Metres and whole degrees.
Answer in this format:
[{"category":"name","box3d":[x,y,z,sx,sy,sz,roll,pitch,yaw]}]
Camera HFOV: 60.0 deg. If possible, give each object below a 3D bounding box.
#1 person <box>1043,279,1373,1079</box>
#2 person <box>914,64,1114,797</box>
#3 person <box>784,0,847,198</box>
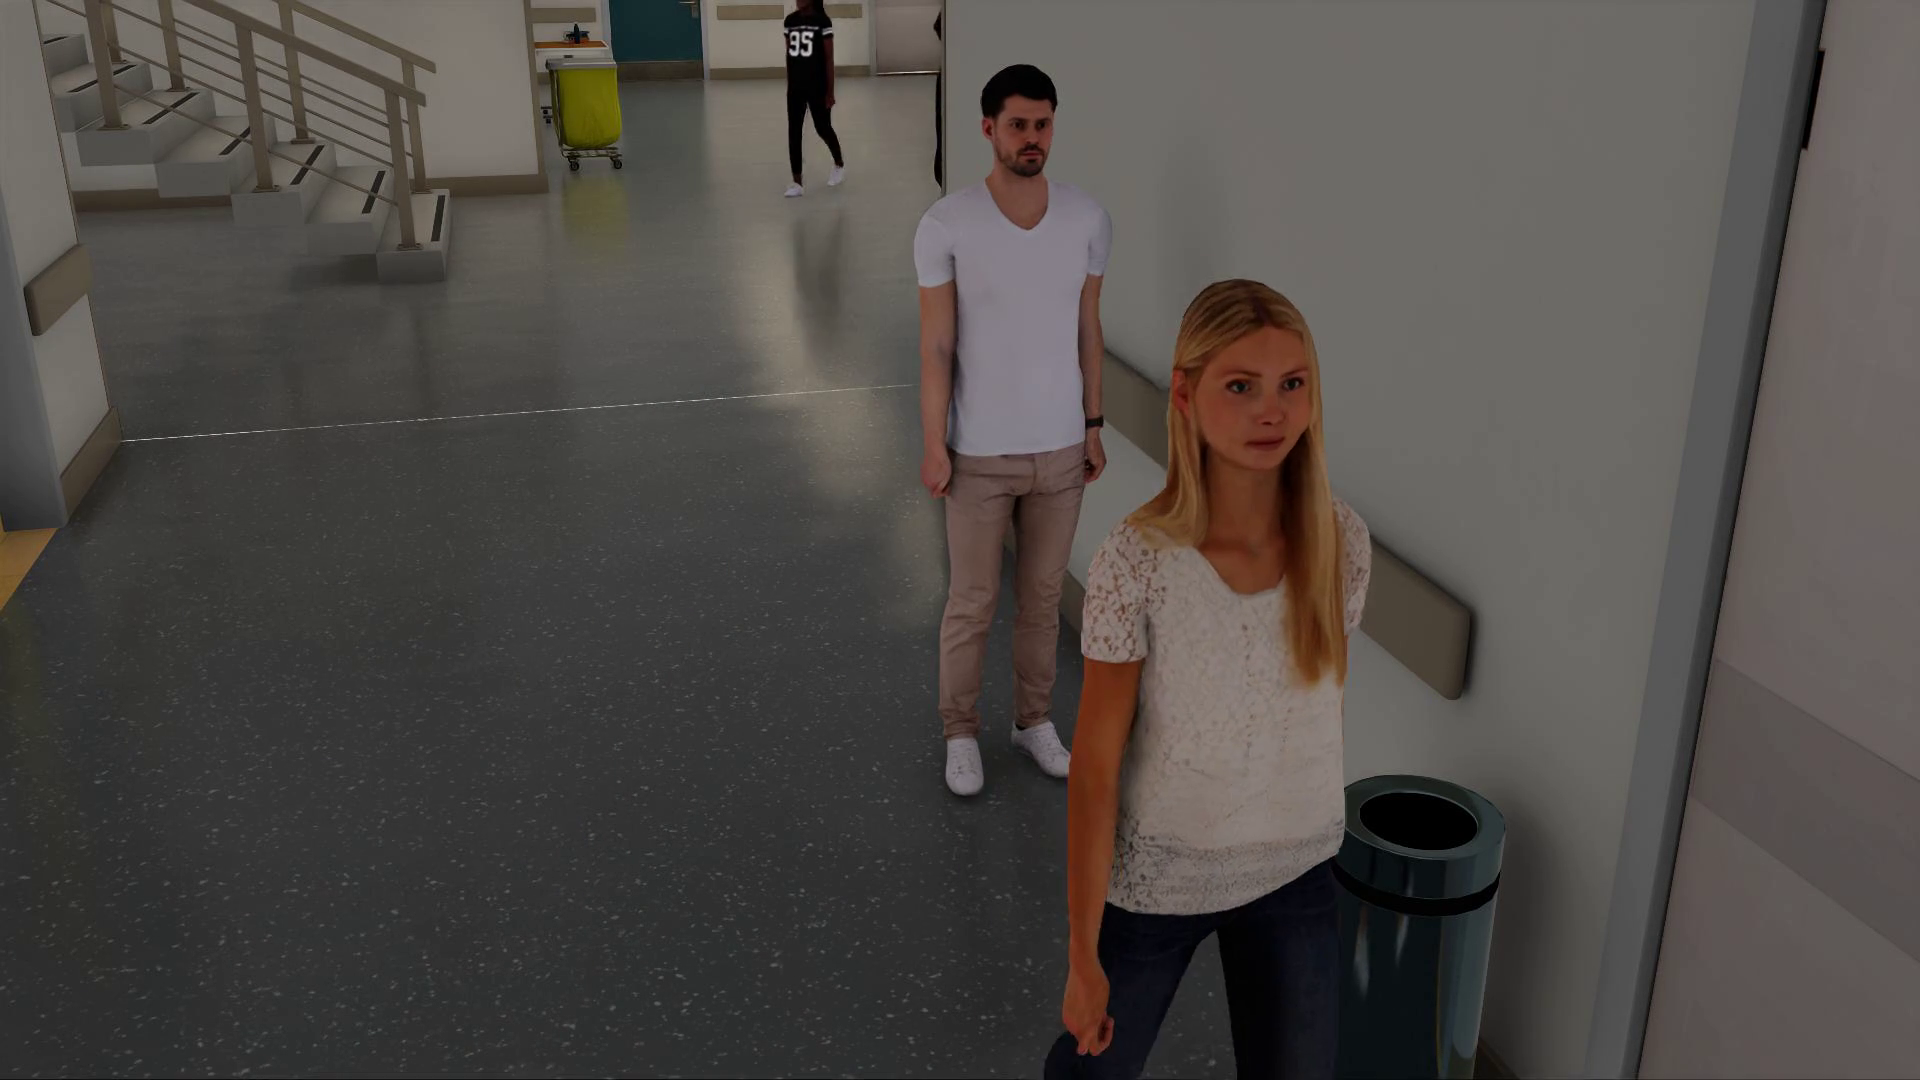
[{"category":"person","box3d":[0.309,0.505,2.463,1.109,1.765,0.687,-6,21,-14]},{"category":"person","box3d":[0.140,-0.263,4.319,0.514,1.886,0.737,-6,22,-17]},{"category":"person","box3d":[-1.186,-3.691,13.639,1.148,1.696,1.131,8,22,21]}]
